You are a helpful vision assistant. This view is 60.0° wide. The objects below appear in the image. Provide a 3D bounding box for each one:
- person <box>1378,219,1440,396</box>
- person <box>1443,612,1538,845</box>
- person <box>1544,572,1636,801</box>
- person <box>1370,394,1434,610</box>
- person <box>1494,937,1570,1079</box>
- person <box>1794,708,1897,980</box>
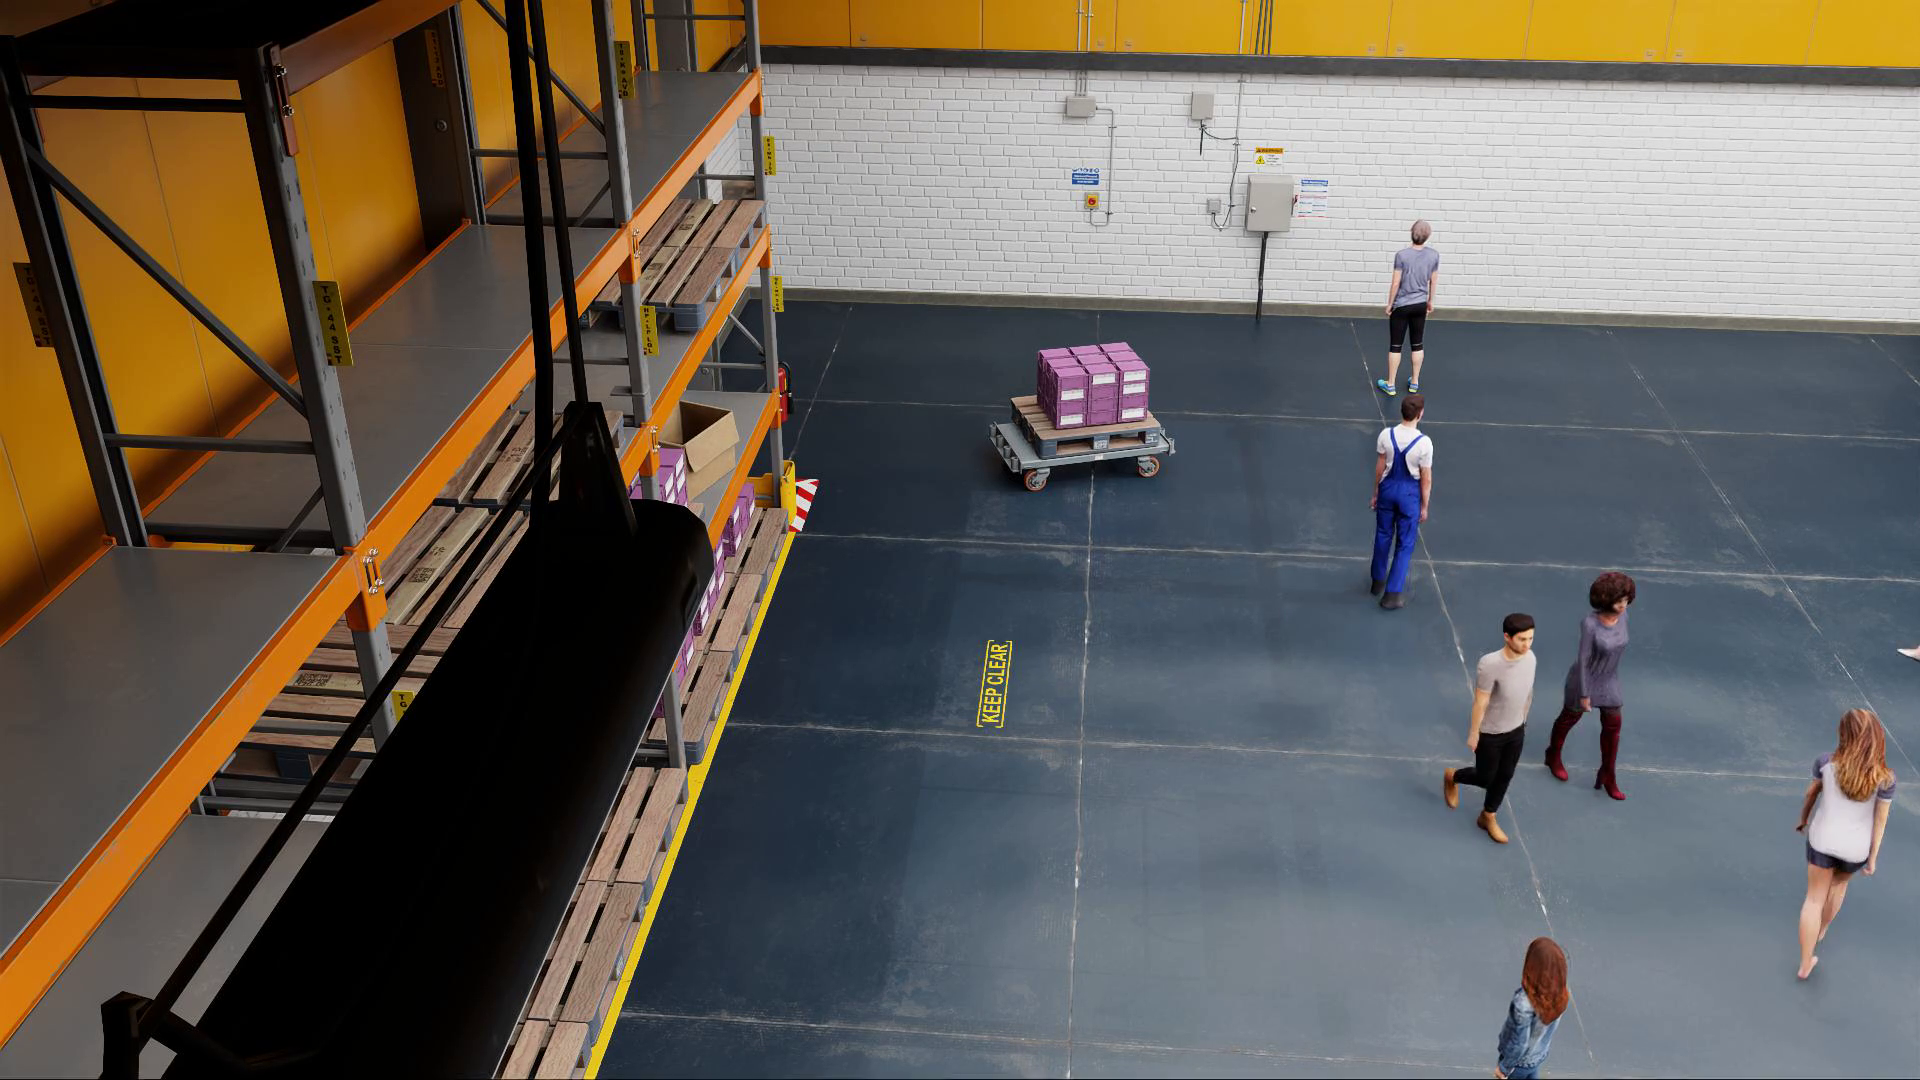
[{"bbox_3d":[4.751,-2.459,17.568,0.713,1.887,0.631,-3,29,-6],"label":"person"},{"bbox_3d":[3.546,1.188,11.069,0.815,1.707,0.936,-11,31,-20],"label":"person"},{"bbox_3d":[4.307,0.949,11.524,0.822,1.692,0.954,-11,31,-20],"label":"person"},{"bbox_3d":[3.613,-0.336,13.706,0.857,1.859,0.967,18,33,29],"label":"person"},{"bbox_3d":[2.937,2.649,8.633,0.628,1.476,0.705,-25,38,-38],"label":"person"},{"bbox_3d":[5.208,1.871,9.856,0.851,1.671,0.987,21,35,34],"label":"person"}]
